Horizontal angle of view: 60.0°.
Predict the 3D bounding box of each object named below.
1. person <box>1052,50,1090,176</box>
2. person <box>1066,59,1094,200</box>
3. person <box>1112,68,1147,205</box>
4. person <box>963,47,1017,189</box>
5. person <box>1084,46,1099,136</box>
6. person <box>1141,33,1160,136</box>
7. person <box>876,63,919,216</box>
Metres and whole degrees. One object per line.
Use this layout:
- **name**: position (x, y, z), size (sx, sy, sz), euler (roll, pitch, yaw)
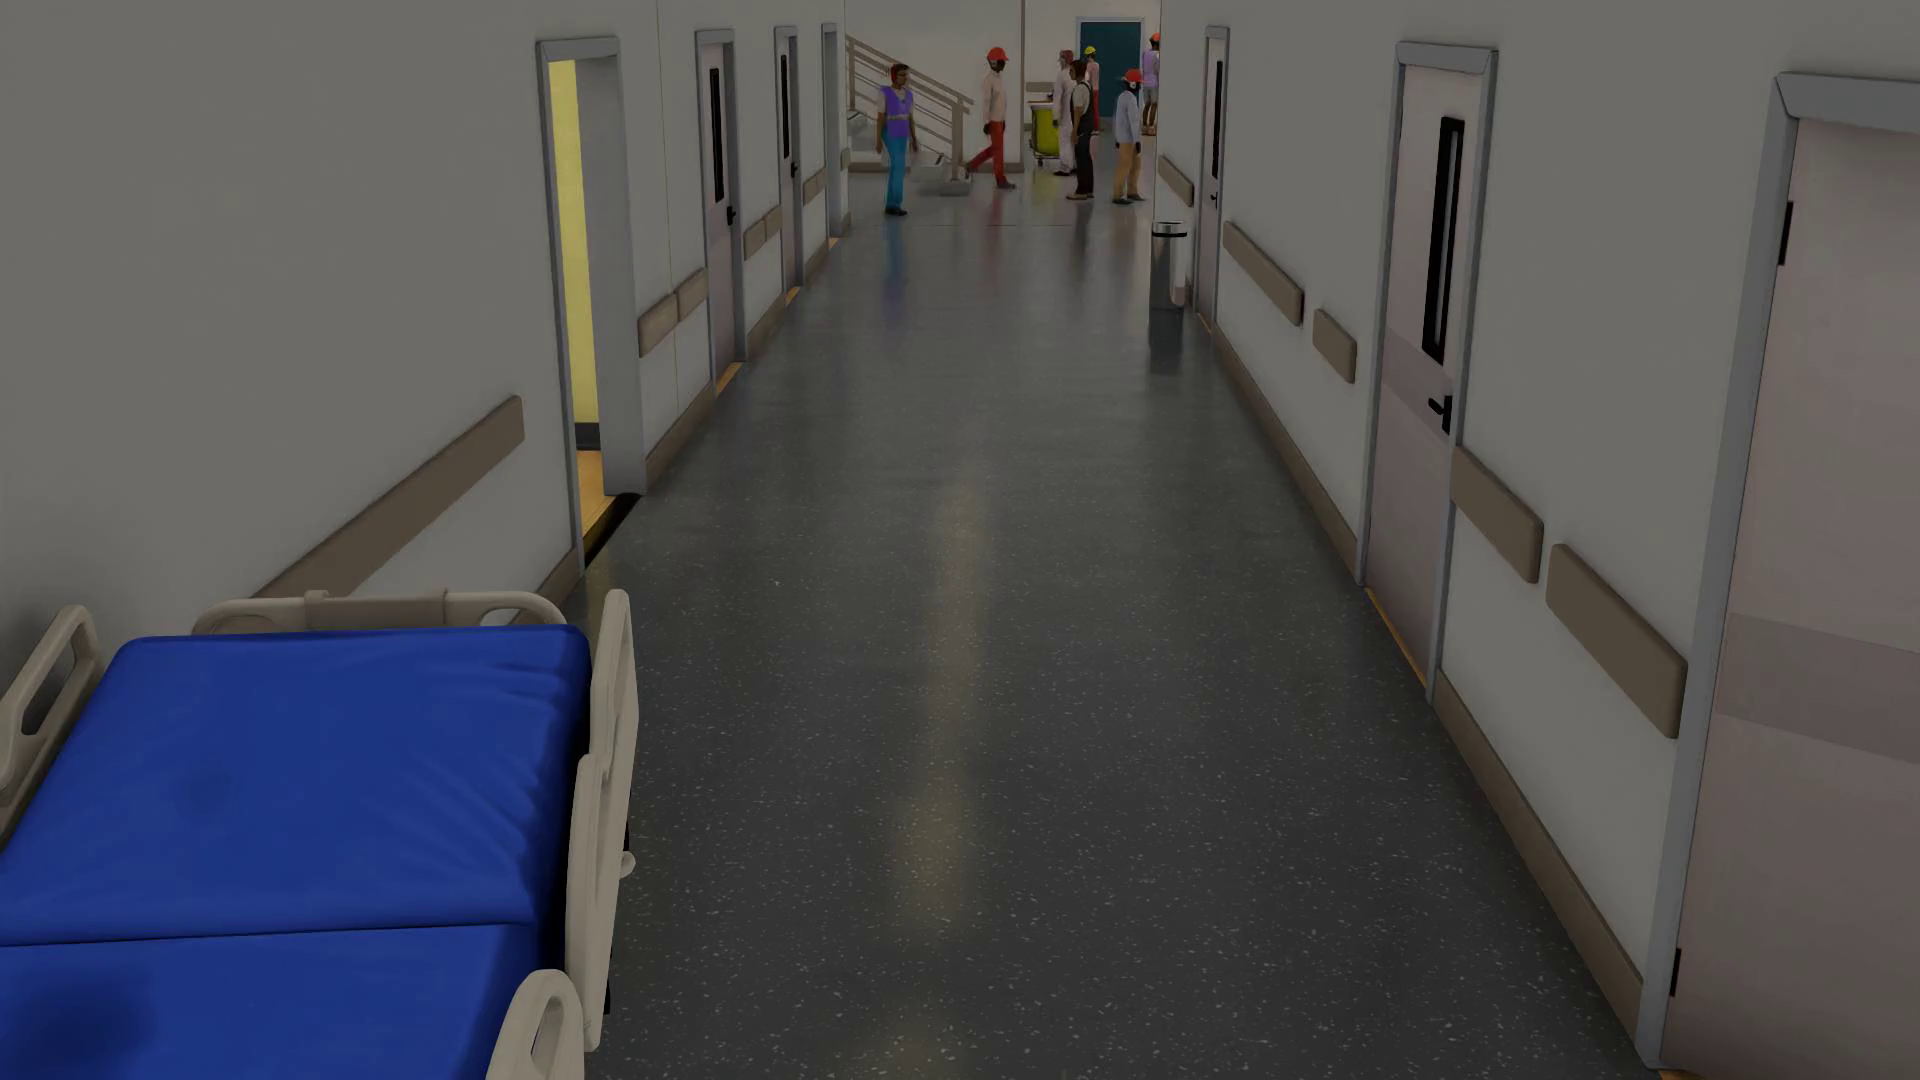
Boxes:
- **person**: position (1.677, -6.522, 25.450), size (0.701, 1.885, 0.462), euler (-13, 22, -35)
- **person**: position (1.618, -5.497, 22.312), size (0.346, 1.838, 0.502), euler (7, 19, 20)
- **person**: position (2.271, -5.242, 21.665), size (0.631, 1.728, 0.597), euler (-2, 18, -5)
- **person**: position (0.427, -5.973, 23.575), size (0.767, 1.977, 0.624), euler (5, 18, 17)
- **person**: position (2.639, -9.107, 33.762), size (0.331, 1.768, 0.526), euler (12, 21, 34)
- **person**: position (3.922, -9.214, 33.673), size (0.403, 2.030, 0.617), euler (-11, 20, -30)
- **person**: position (-0.722, -4.919, 20.489), size (0.625, 1.823, 0.577), euler (13, 22, 35)
